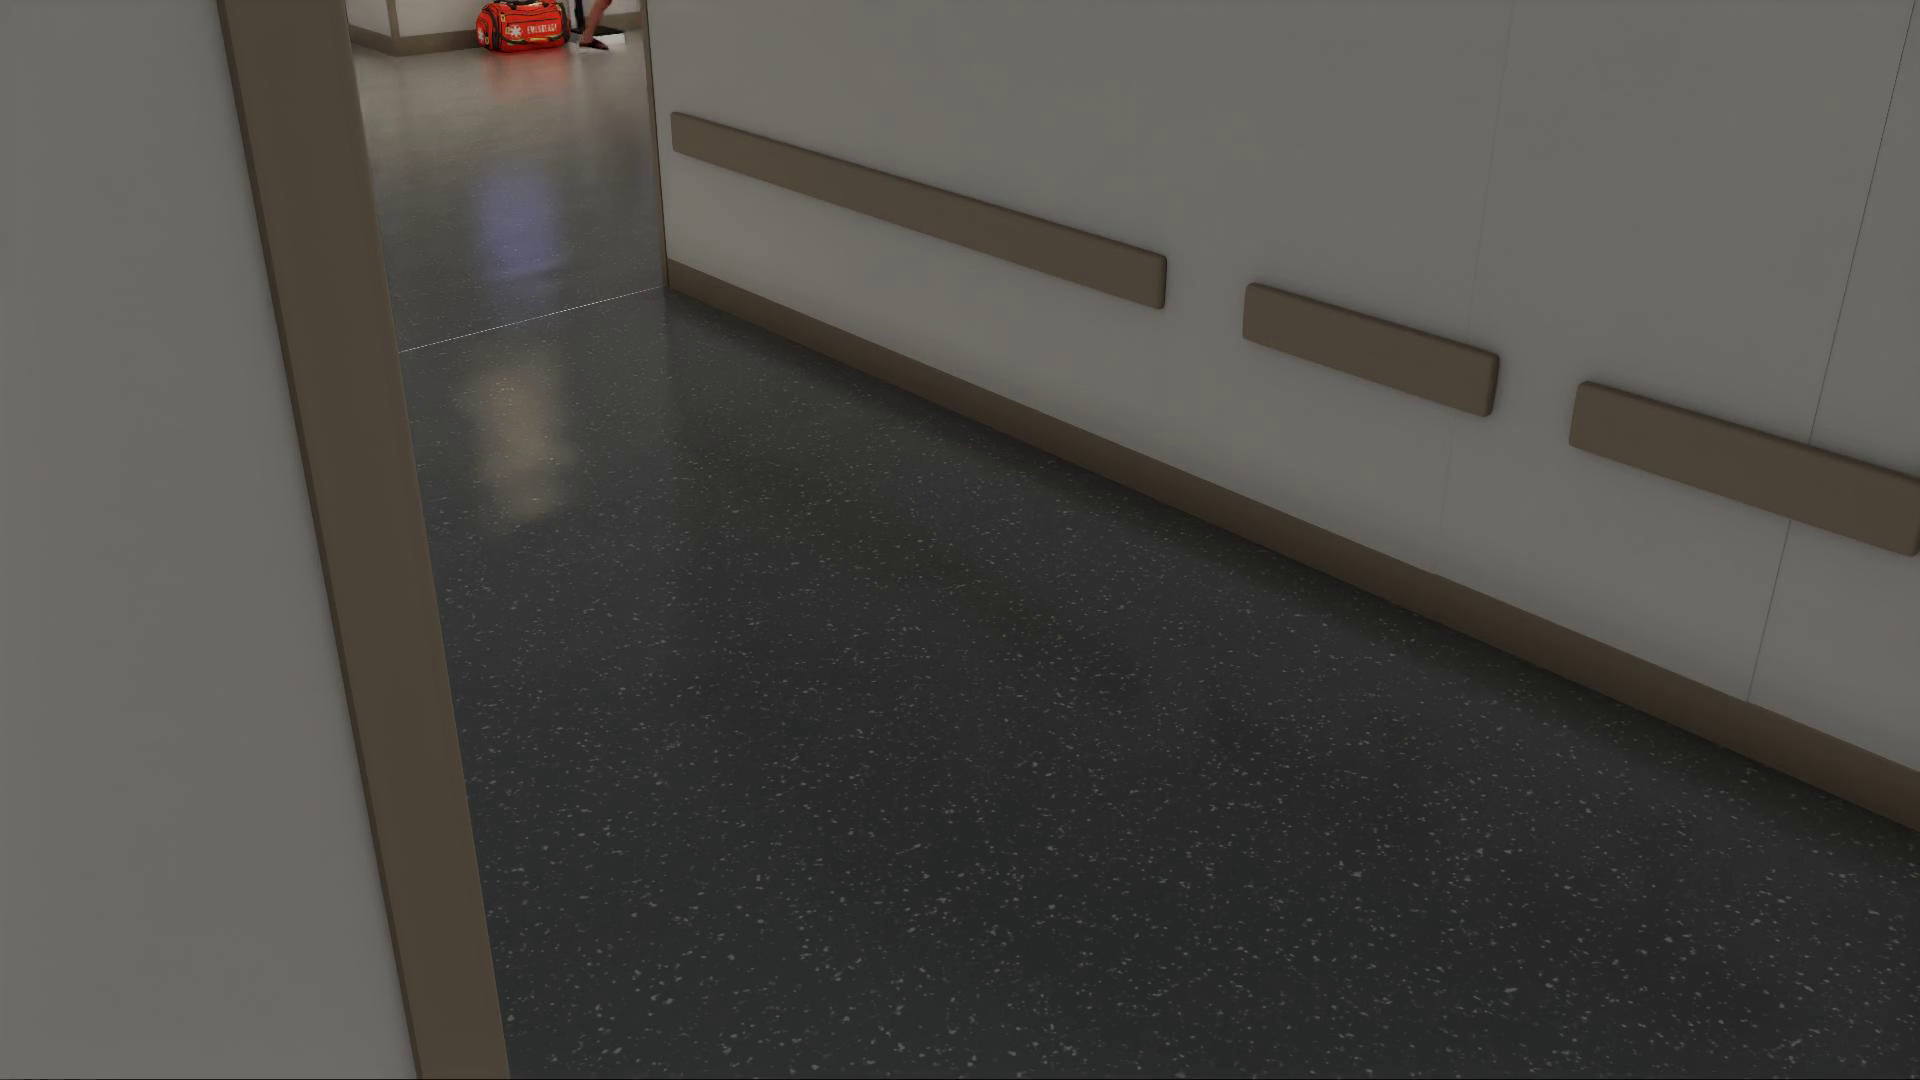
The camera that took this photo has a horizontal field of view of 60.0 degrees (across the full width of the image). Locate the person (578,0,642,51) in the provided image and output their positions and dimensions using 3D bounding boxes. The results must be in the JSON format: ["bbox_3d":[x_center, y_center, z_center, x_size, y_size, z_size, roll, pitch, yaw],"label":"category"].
[{"bbox_3d":[-2.986,-4.917,14.177,1.126,1.511,0.673,-13,29,-25],"label":"person"}]
